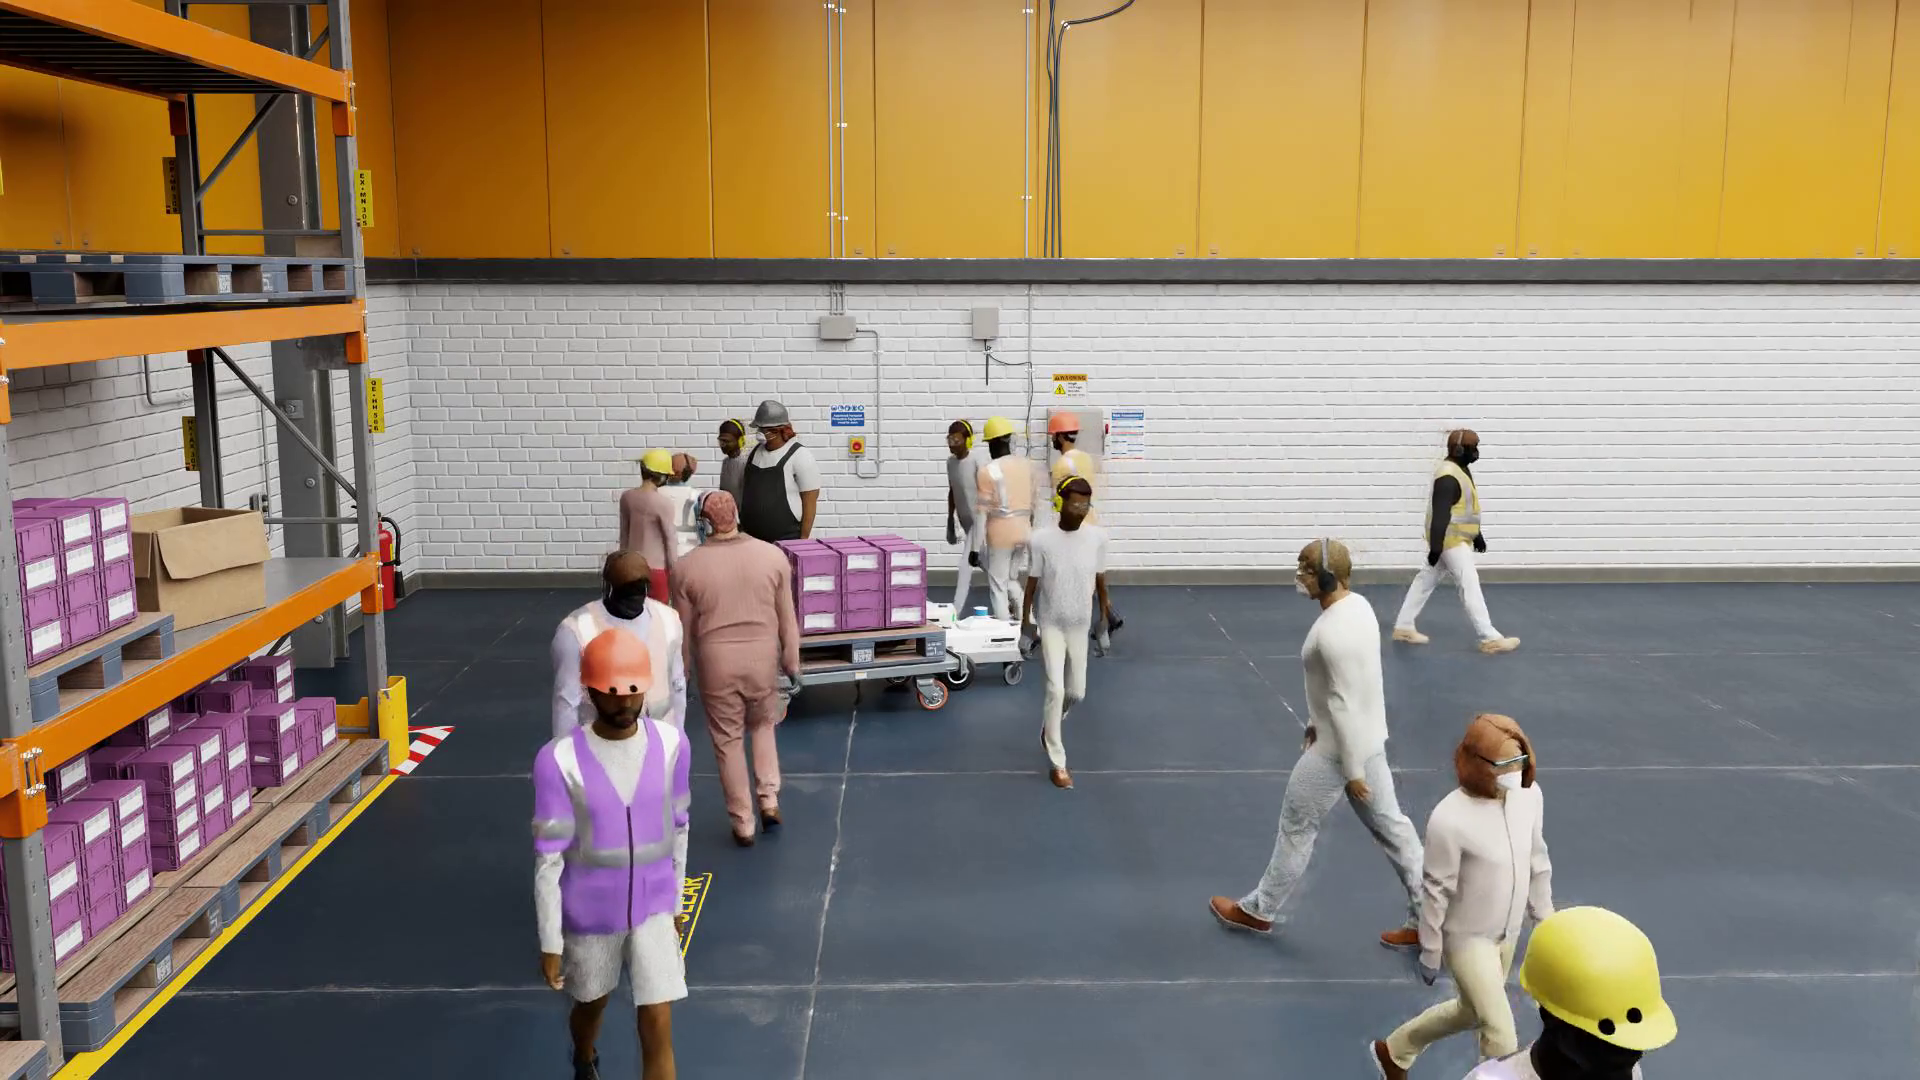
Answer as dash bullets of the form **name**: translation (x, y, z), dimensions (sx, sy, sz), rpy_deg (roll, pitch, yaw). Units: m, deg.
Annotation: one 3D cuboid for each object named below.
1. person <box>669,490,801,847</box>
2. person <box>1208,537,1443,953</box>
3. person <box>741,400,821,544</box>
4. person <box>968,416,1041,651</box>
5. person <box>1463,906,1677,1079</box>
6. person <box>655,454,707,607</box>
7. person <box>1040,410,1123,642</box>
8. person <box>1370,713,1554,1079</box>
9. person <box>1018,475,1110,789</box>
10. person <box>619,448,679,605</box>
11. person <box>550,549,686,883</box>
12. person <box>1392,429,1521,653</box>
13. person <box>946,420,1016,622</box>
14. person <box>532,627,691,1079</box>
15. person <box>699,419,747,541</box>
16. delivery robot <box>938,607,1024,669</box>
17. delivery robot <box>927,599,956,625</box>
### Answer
- **person**: translation (-1.194, 0.671, 8.785), dimensions (0.675, 1.882, 0.500), rpy_deg (-3, 10, -16)
- **person**: translation (1.683, 0.913, 7.368), dimensions (1.078, 1.882, 0.656), rpy_deg (5, 10, 28)
- **person**: translation (-1.441, -0.073, 12.870), dimensions (0.682, 2.000, 0.533), rpy_deg (6, 11, 34)
- **person**: translation (0.351, -0.008, 12.913), dimensions (0.604, 1.898, 0.482), rpy_deg (-9, 13, -42)
- **person**: translation (1.152, 1.593, 3.181), dimensions (0.601, 1.864, 1.019), rpy_deg (-6, 11, -33)
- **person**: translation (-2.222, 0.112, 13.099), dimensions (0.514, 1.587, 0.836), rpy_deg (3, 10, 16)
- **person**: translation (0.948, -0.080, 13.319), dimensions (0.630, 1.914, 0.584), rpy_deg (6, 11, 31)
- **person**: translation (1.705, 1.328, 5.642), dimensions (0.502, 1.598, 0.781), rpy_deg (-7, 11, -36)
- **person**: translation (0.613, 0.506, 9.948), dimensions (0.549, 1.841, 0.725), rpy_deg (-2, 9, -11)
- **person**: translation (-2.312, 0.199, 12.155), dimensions (0.534, 1.740, 0.494), rpy_deg (6, 11, 33)
- **person**: translation (-1.569, 0.916, 7.538), dimensions (0.640, 1.815, 0.733), rpy_deg (-7, 12, -38)
- **person**: translation (3.947, -0.002, 13.269), dimensions (1.009, 1.785, 0.618), rpy_deg (3, 10, 20)
- **person**: translation (0.115, -0.128, 13.955), dimensions (1.026, 1.808, 0.574), rpy_deg (-6, 11, -33)
- **person**: translation (-1.155, 1.203, 5.558), dimensions (0.556, 1.896, 1.015), rpy_deg (-5, 10, -26)
- **person**: translation (-1.883, -0.062, 13.427), dimensions (0.820, 1.828, 0.582), rpy_deg (-4, 10, -24)
- **delivery robot**: translation (0.154, 0.732, 12.193), dimensions (0.707, 0.478, 0.477), rpy_deg (-2, 9, -14)
- **delivery robot**: translation (-0.387, 0.619, 12.884), dimensions (0.707, 0.478, 0.477), rpy_deg (-1, 9, -7)
